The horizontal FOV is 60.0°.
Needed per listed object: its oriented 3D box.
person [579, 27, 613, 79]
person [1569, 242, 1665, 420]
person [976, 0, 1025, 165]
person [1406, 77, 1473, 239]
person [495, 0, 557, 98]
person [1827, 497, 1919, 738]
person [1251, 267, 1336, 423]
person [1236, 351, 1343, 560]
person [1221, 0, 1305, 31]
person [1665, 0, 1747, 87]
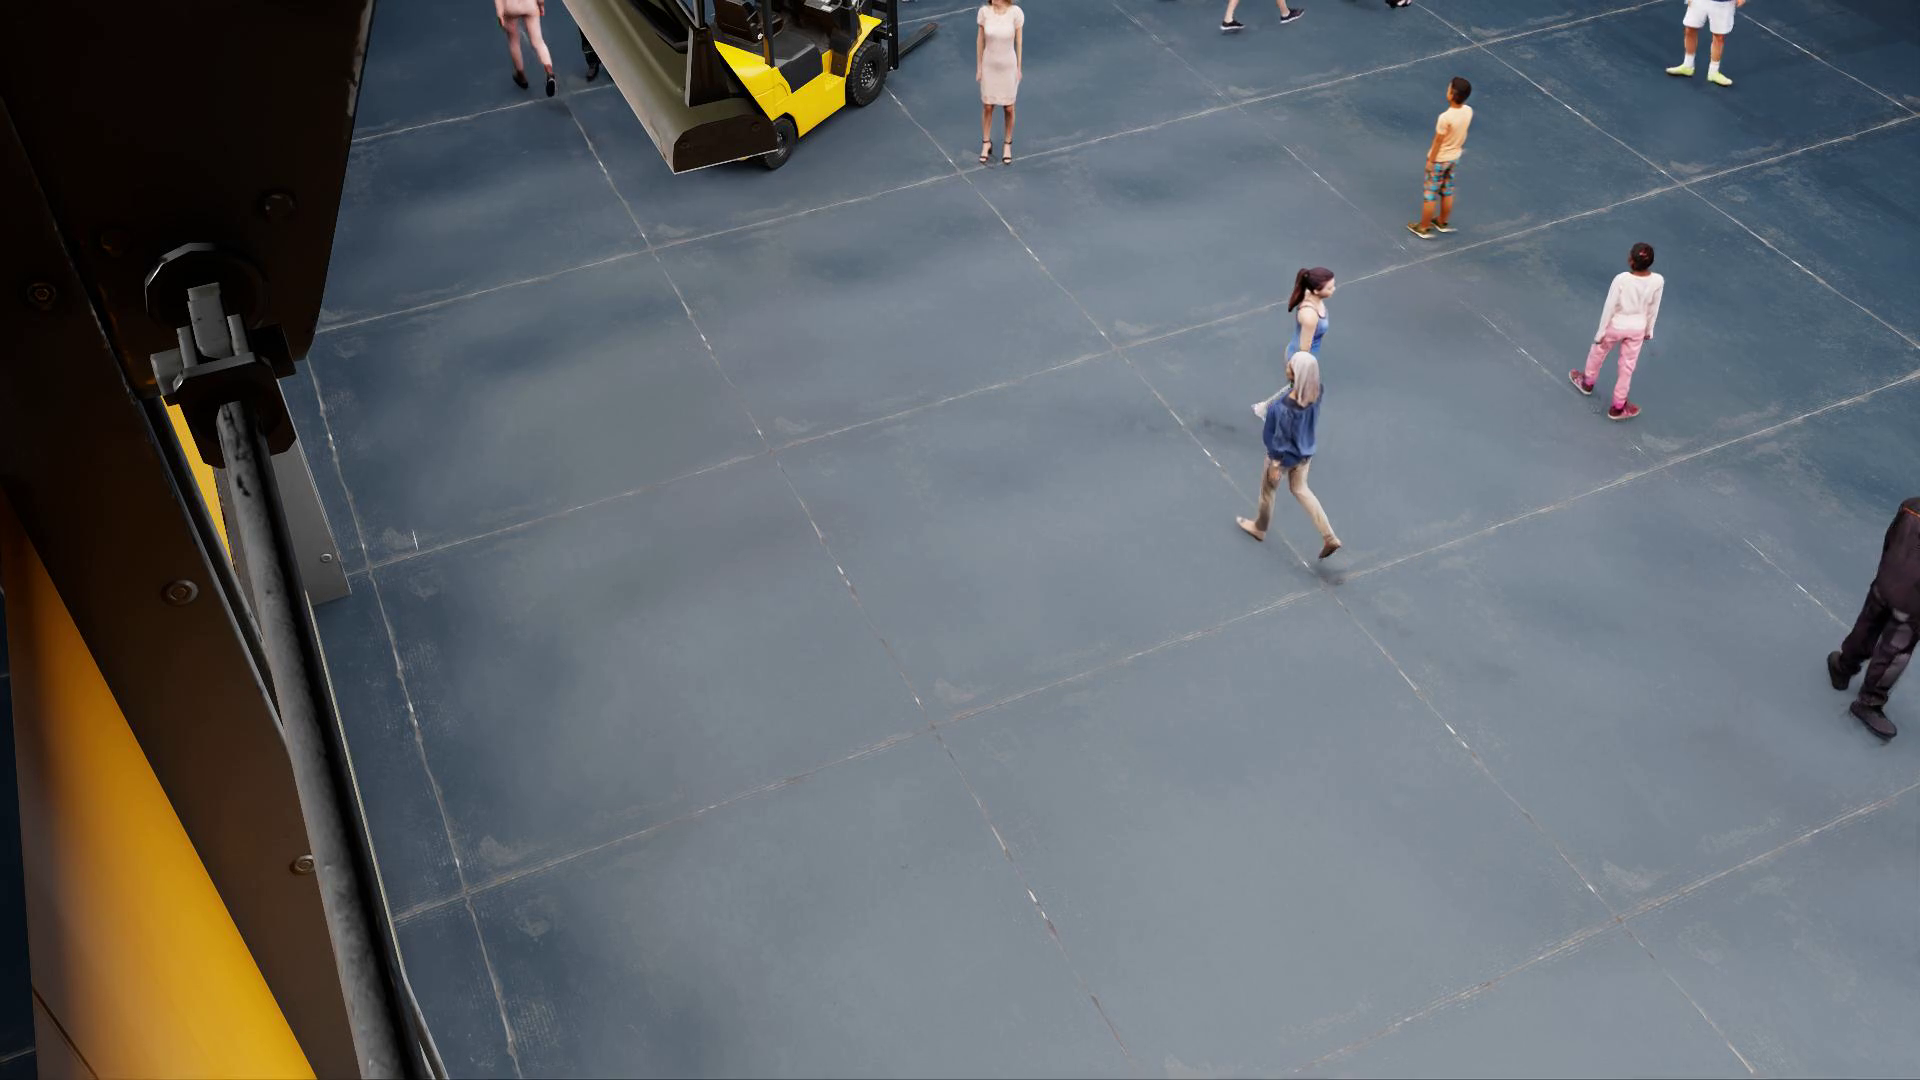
[{"bbox_3d":[-3.601,-5.403,16.259,0.743,1.838,0.718,-5,44,-5],"label":"person"},{"bbox_3d":[5.040,-1.577,12.543,0.850,1.424,0.914,10,44,10],"label":"person"},{"bbox_3d":[0.363,-4.263,15.069,0.654,1.829,0.673,5,44,5],"label":"person"},{"bbox_3d":[4.175,-3.288,14.313,0.544,1.459,0.529,-25,49,-24],"label":"person"},{"bbox_3d":[-4.186,-5.063,16.000,0.732,1.702,1.066,-27,50,-25],"label":"person"},{"bbox_3d":[5.824,0.381,10.231,0.970,1.777,0.585,-6,44,-6],"label":"person"},{"bbox_3d":[2.436,-1.338,12.166,0.823,1.598,0.777,8,44,8],"label":"person"},{"bbox_3d":[2.310,-0.534,11.264,0.832,1.678,1.117,-33,53,-30],"label":"person"},{"bbox_3d":[3.009,-6.009,16.969,0.736,1.736,1.093,-13,45,-13],"label":"person"},{"bbox_3d":[7.412,-5.296,16.178,0.728,1.795,0.976,23,48,22],"label":"person"}]
